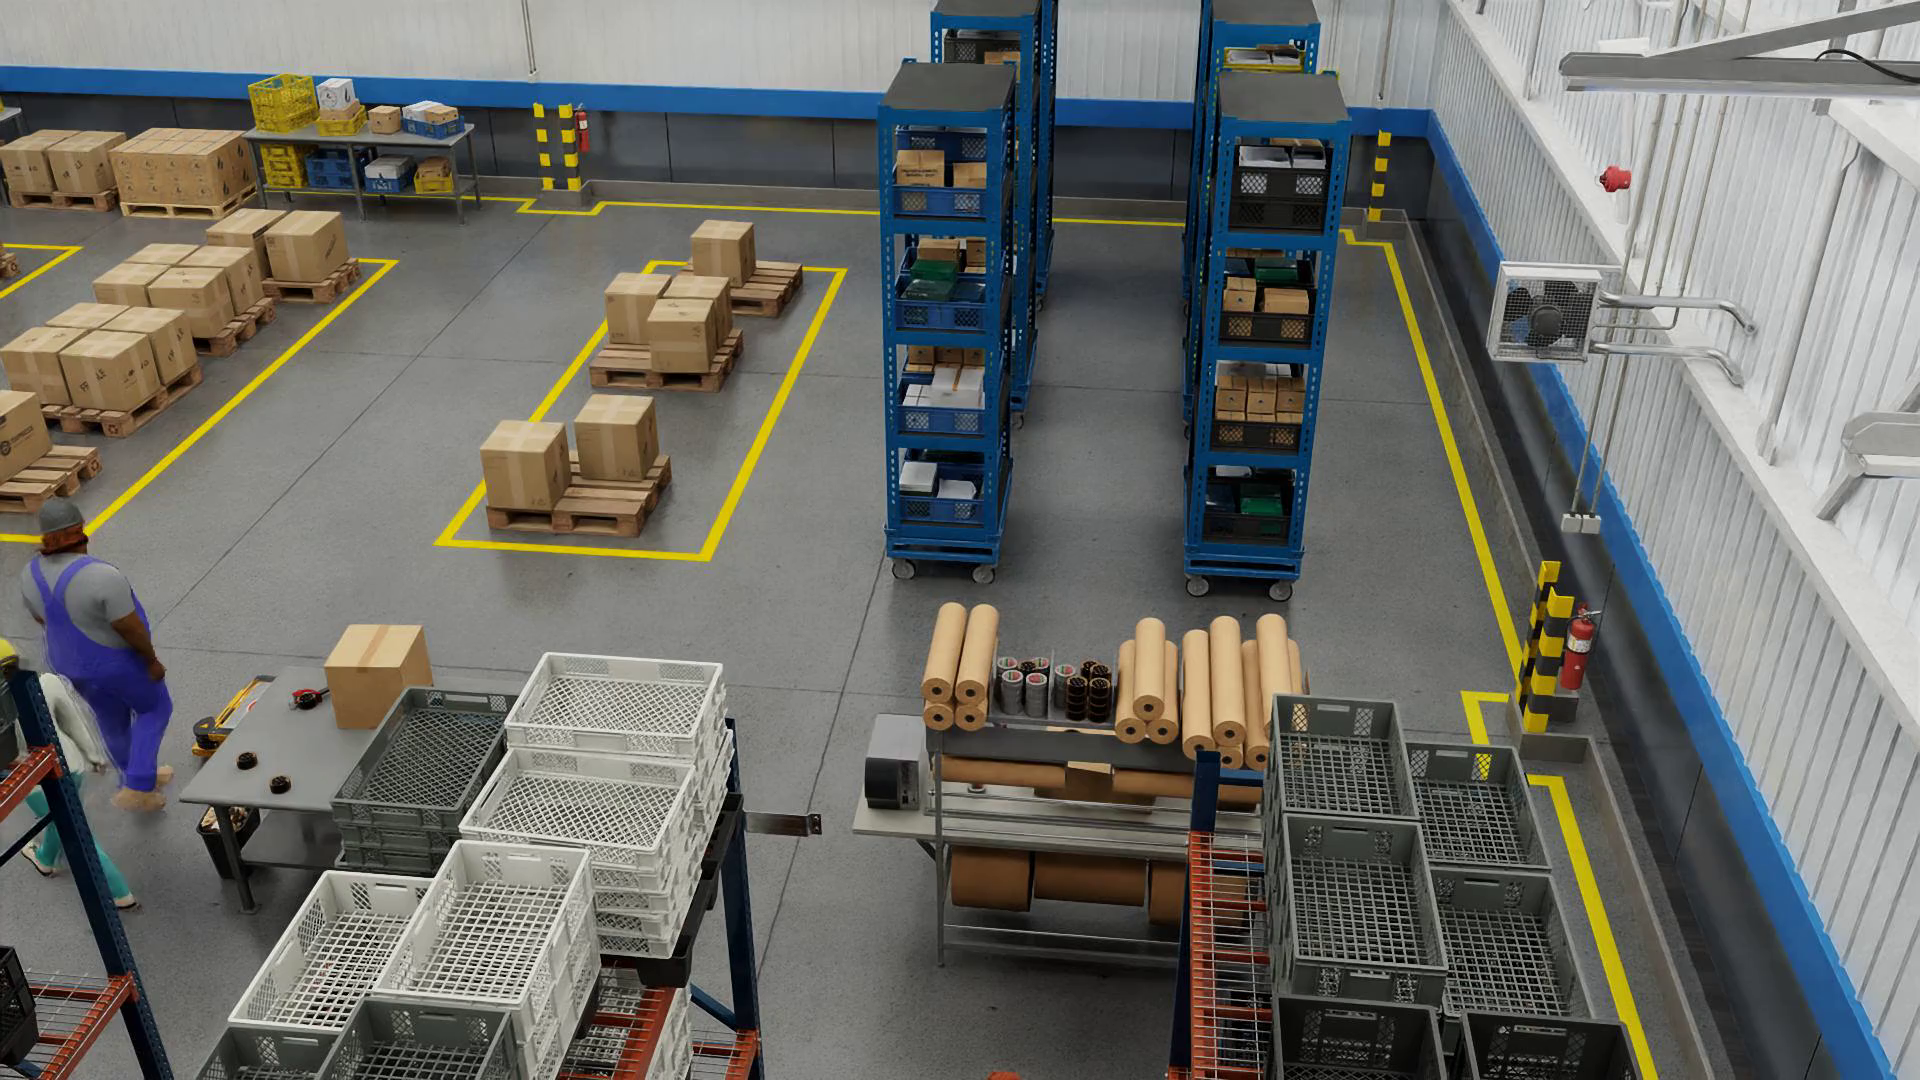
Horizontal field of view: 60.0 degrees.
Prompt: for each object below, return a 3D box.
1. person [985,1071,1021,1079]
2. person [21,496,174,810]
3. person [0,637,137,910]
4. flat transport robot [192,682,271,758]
[{"bbox_3d":[0.163,2.745,6.356,0.574,1.882,0.356,-20,36,-31],"label":"person"},{"bbox_3d":[-5.038,0.674,9.756,0.729,2.000,0.629,8,31,13],"label":"person"},{"bbox_3d":[-5.015,1.264,9.067,0.920,1.702,0.529,11,32,17],"label":"person"},{"bbox_3d":[-4.089,1.163,10.648,1.431,0.197,0.652,3,30,6],"label":"flat transport robot"}]
